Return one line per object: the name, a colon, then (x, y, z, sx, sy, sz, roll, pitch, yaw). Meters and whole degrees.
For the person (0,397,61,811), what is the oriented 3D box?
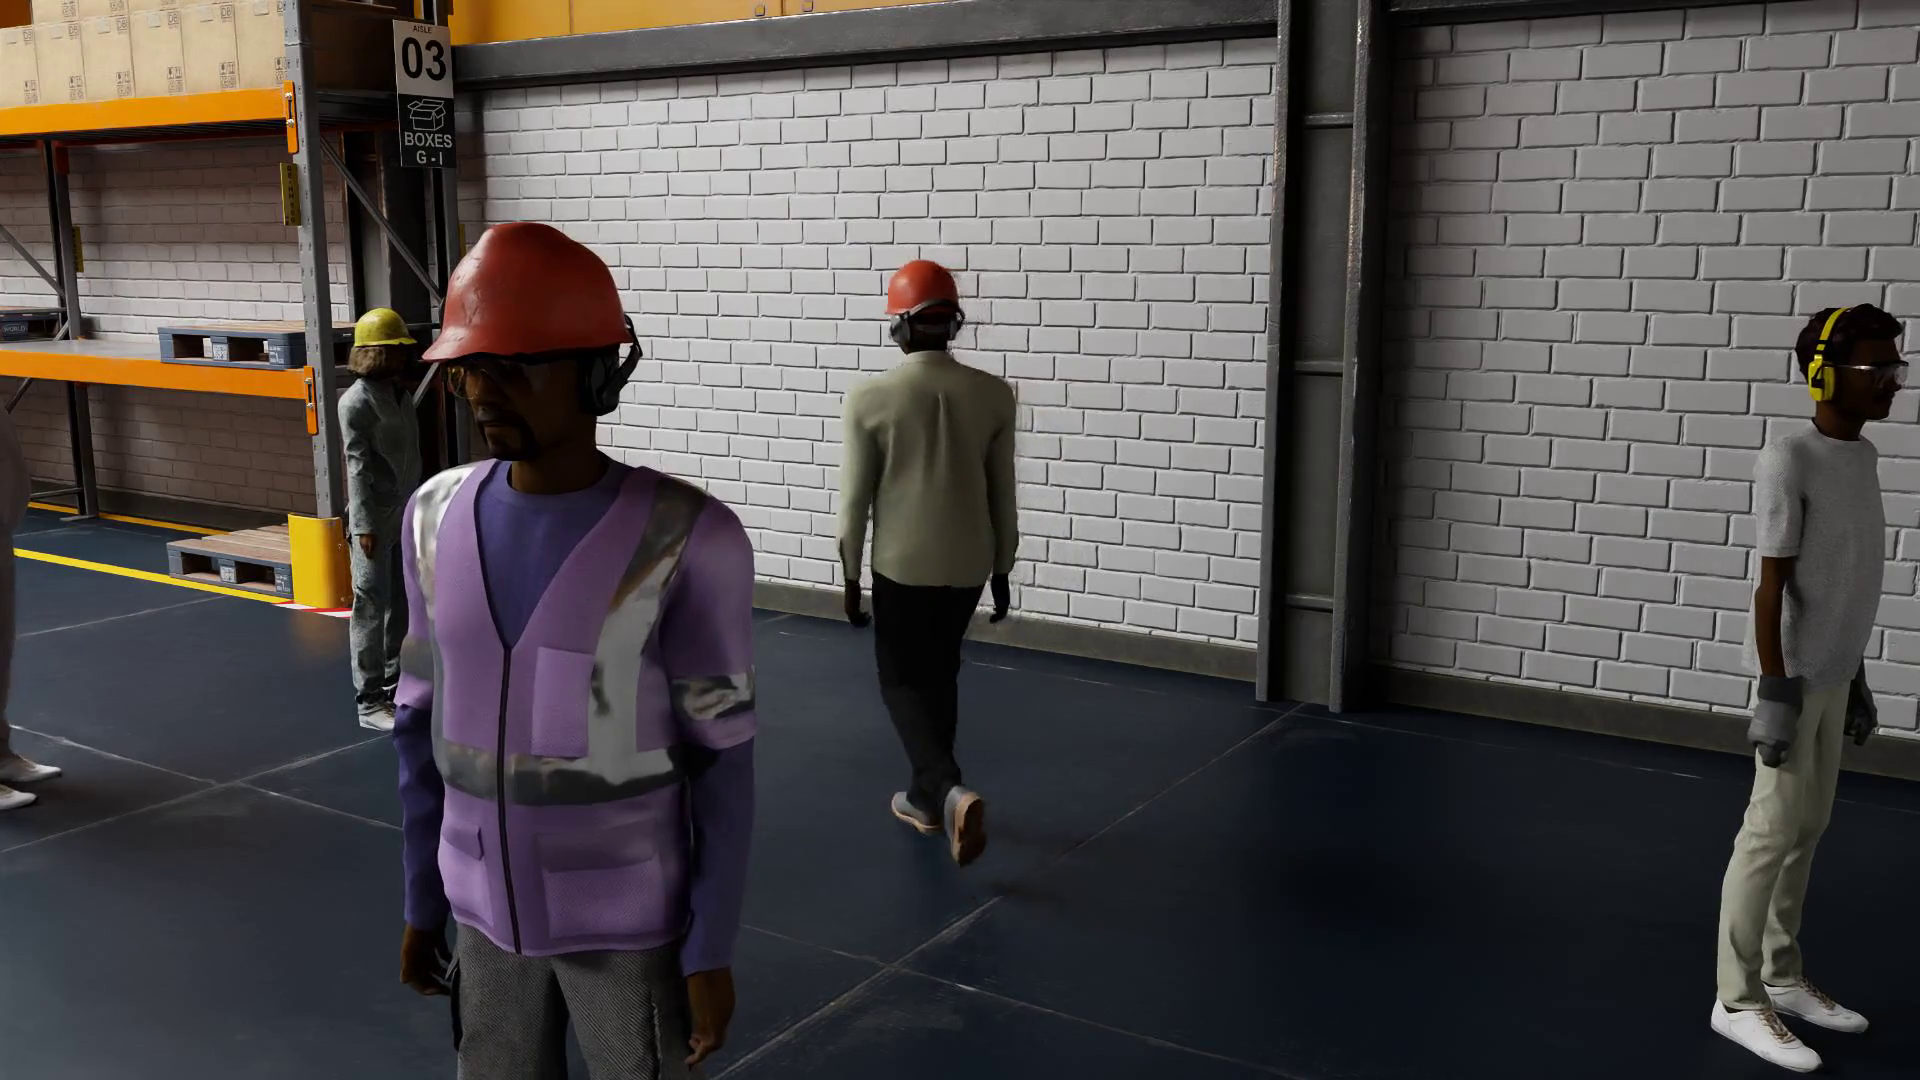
person: (-3.520, 0.021, 5.927, 0.403, 1.897, 0.653, -3, 11, -17)

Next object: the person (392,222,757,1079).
person: (-0.607, 0.555, 2.546, 0.605, 2.045, 0.379, 3, 11, 19)

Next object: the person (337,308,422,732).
person: (-2.371, -0.087, 6.936, 0.299, 1.745, 0.483, 2, 10, 9)

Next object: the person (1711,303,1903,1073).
person: (2.130, 0.356, 4.130, 0.511, 1.872, 0.329, -9, 13, -40)

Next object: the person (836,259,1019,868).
person: (-0.074, 0.085, 5.394, 0.610, 1.970, 0.816, -4, 11, -22)
